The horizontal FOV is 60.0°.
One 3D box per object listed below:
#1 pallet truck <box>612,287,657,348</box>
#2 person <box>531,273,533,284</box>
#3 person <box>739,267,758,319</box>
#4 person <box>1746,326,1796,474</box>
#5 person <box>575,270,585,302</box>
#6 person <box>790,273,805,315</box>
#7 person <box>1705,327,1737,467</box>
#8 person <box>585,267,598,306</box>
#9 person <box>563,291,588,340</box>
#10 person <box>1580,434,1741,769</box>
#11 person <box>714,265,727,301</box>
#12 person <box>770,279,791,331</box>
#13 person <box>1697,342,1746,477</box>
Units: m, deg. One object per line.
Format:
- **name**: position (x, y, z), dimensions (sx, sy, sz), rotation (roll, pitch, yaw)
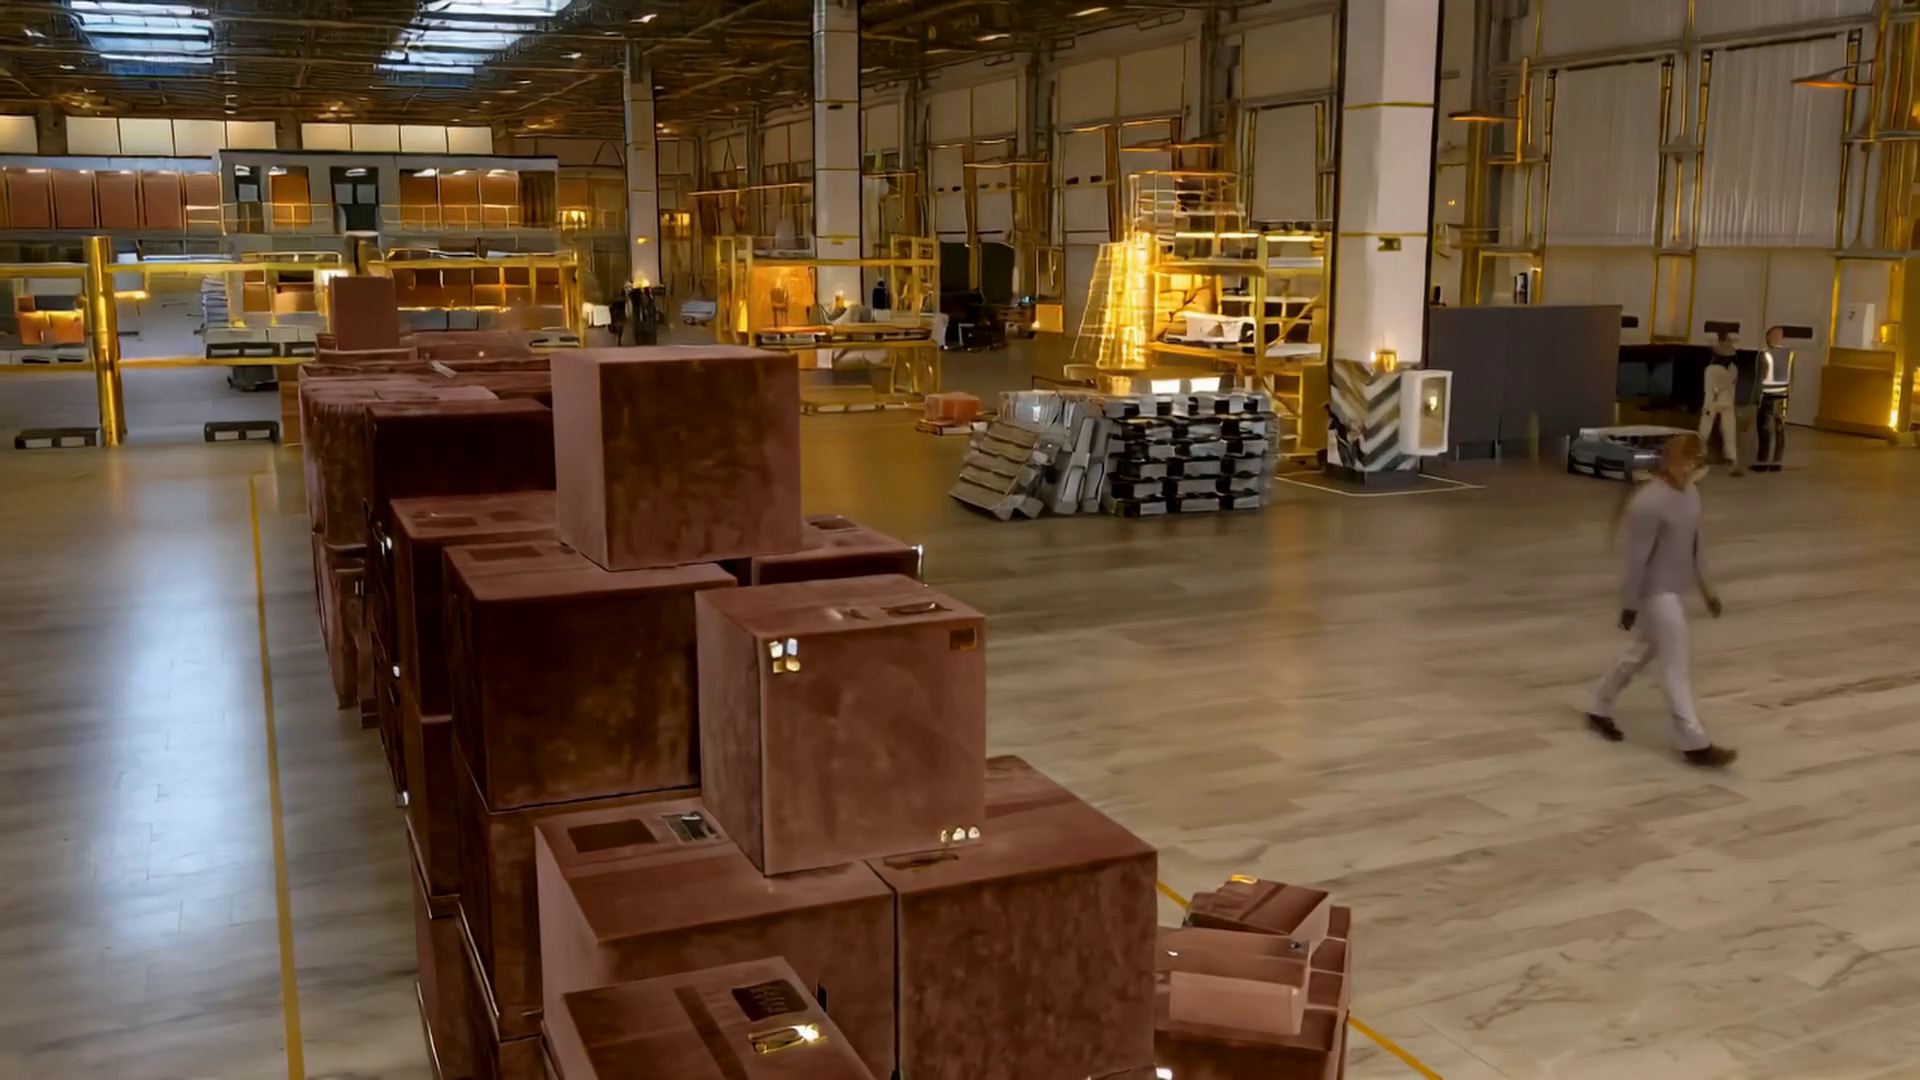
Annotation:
- **pallet truck**: position (-6.464, -4.406, 35.401), dimensions (0.823, 1.965, 1.885), rotation (6, 12, 32)
- **person**: position (-14.784, -8.491, 58.264), dimensions (0.548, 1.879, 1.018), rotation (7, 12, 33)
- **person**: position (-7.929, -9.114, 61.511), dimensions (1.016, 1.947, 0.633), rotation (0, 10, 3)
- **person**: position (10.367, -1.785, 21.270), dimensions (0.575, 1.886, 0.362), rotation (-3, 11, -15)
- **person**: position (-15.401, -10.097, 67.406), dimensions (0.320, 1.767, 0.534), rotation (7, 13, 35)
- **person**: position (-6.285, -9.573, 64.774), dimensions (0.553, 1.657, 0.805), rotation (-8, 13, -37)
- **person**: position (10.027, -1.893, 21.972), dimensions (0.339, 1.845, 0.507), rotation (5, 11, 25)
- **person**: position (-14.735, -9.952, 66.403), dimensions (0.627, 1.843, 0.429), rotation (5, 12, 28)
- **person**: position (-8.802, -4.784, 38.009), dimensions (1.038, 1.808, 0.504), rotation (4, 11, 22)
- **person**: position (4.102, 0.323, 9.691), dimensions (0.650, 1.889, 0.984), rotation (-10, 14, -44)
- **person**: position (-11.501, -12.432, 79.889), dimensions (0.629, 1.895, 1.017), rotation (-3, 11, -15)
- **person**: position (-5.134, -6.506, 47.409), dimensions (0.634, 1.841, 0.429), rotation (3, 11, 16)
- **person**: position (9.613, -1.647, 21.031), dimensions (0.493, 1.694, 0.871), rotation (-1, 10, -6)
